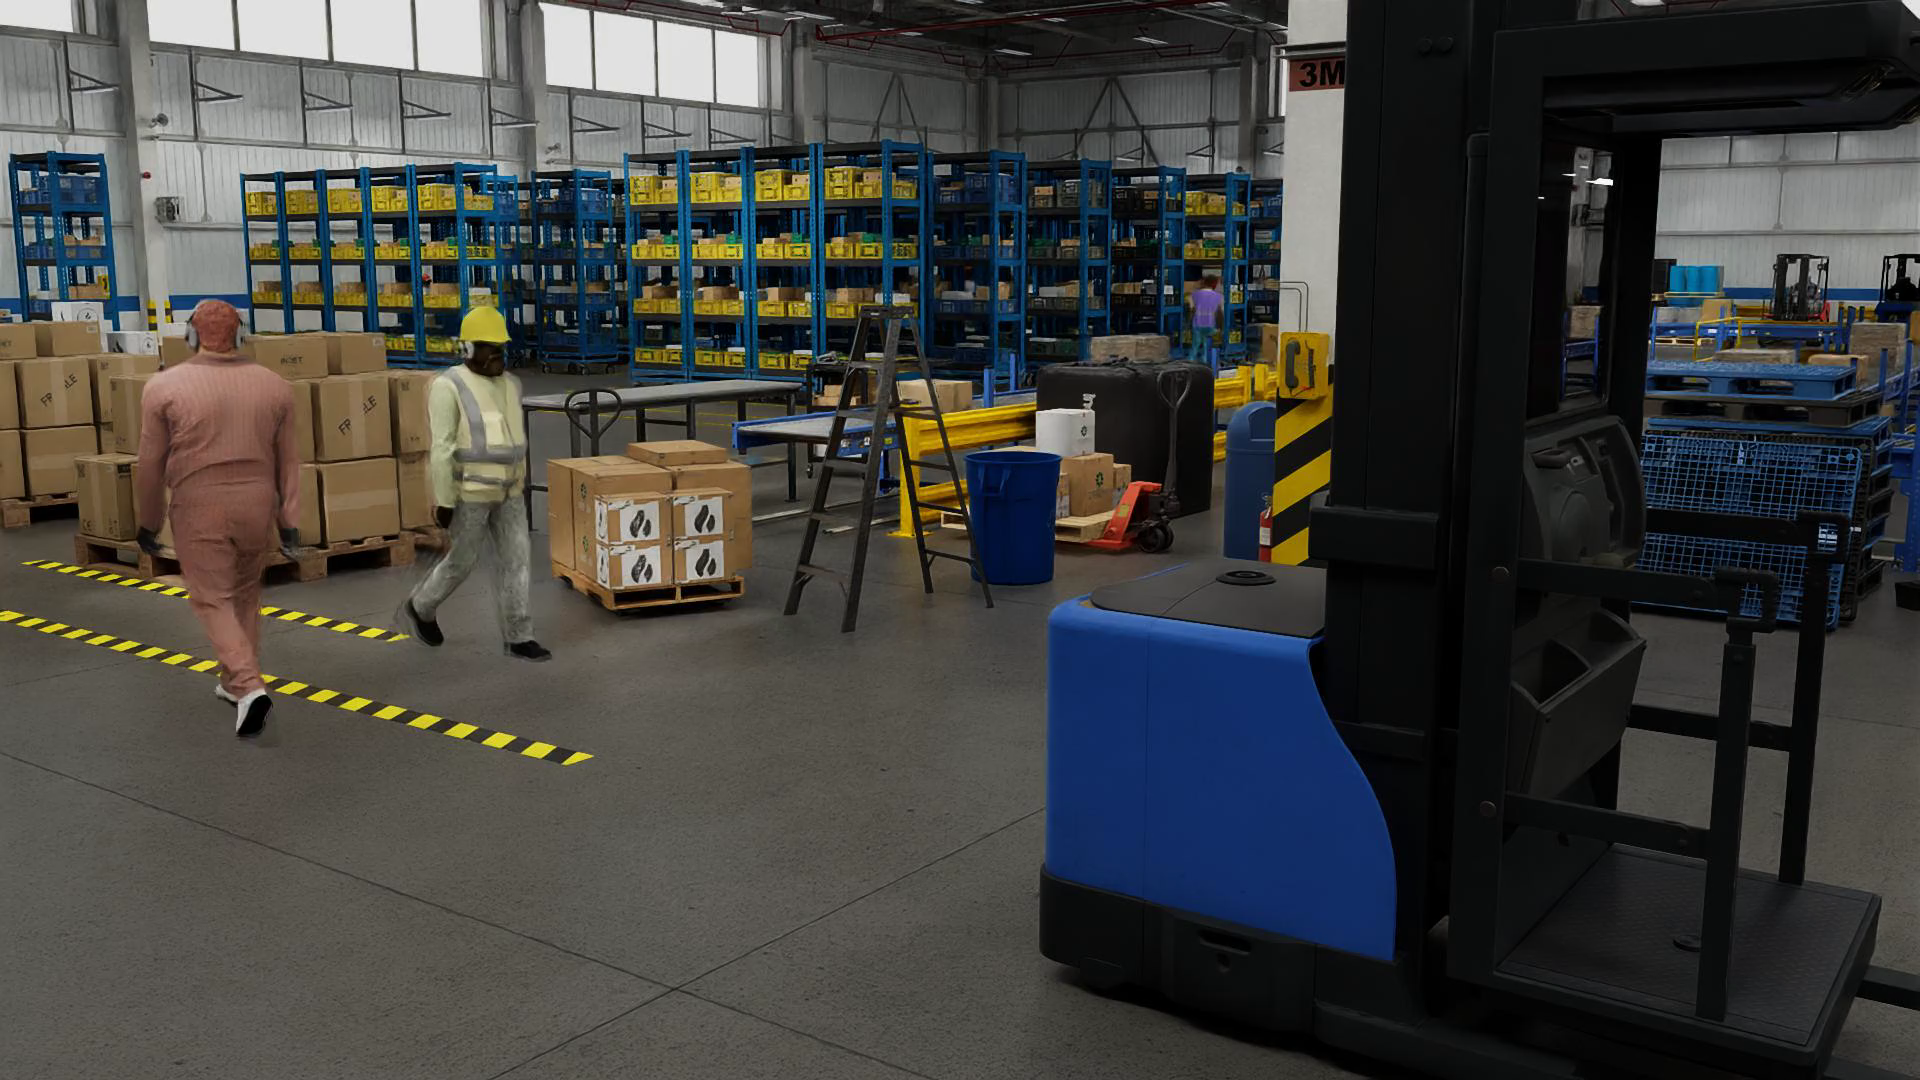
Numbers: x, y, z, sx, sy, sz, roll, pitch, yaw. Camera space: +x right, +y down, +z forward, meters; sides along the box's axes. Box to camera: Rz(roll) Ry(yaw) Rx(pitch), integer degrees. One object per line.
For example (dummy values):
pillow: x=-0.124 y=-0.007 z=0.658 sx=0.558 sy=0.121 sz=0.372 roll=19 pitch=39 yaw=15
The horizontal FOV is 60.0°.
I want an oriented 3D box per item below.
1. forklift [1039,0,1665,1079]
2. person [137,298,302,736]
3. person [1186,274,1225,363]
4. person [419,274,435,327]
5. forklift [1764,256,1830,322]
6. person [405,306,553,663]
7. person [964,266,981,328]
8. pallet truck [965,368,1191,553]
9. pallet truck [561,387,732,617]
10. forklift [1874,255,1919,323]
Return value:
forklift: x=1.249 y=-0.137 z=4.360 sx=1.873 sy=2.768 sz=1.129 roll=7 pitch=12 yaw=35
person: x=-3.193 y=-0.116 z=7.246 sx=0.931 sy=1.870 sz=0.640 roll=9 pitch=13 yaw=43
person: x=4.040 y=-3.459 z=27.343 sx=0.611 sy=1.799 sz=0.504 roll=2 pitch=10 yaw=11
person: x=-11.545 y=-4.892 z=36.067 sx=0.359 sy=1.743 sz=0.558 roll=5 pitch=11 yaw=25
forklift: x=20.253 y=-5.854 z=40.139 sx=1.157 sy=1.987 sz=2.680 roll=7 pitch=12 yaw=35
person: x=-2.477 y=-0.282 z=8.428 sx=0.796 sy=1.810 sz=0.602 roll=5 pitch=11 yaw=29
person: x=0.164 y=-4.342 z=32.077 sx=1.062 sy=2.001 sz=0.630 roll=7 pitch=12 yaw=35
pallet truck: x=0.845 y=-0.609 z=11.869 sx=1.630 sy=1.274 sz=0.653 roll=7 pitch=12 yaw=35
pallet truck: x=-1.981 y=-0.274 z=10.088 sx=0.680 sy=1.201 sz=1.601 roll=-5 pitch=11 yaw=-28
forklift: x=22.089 y=-5.634 z=38.796 sx=1.157 sy=1.987 sz=2.680 roll=6 pitch=11 yaw=33
